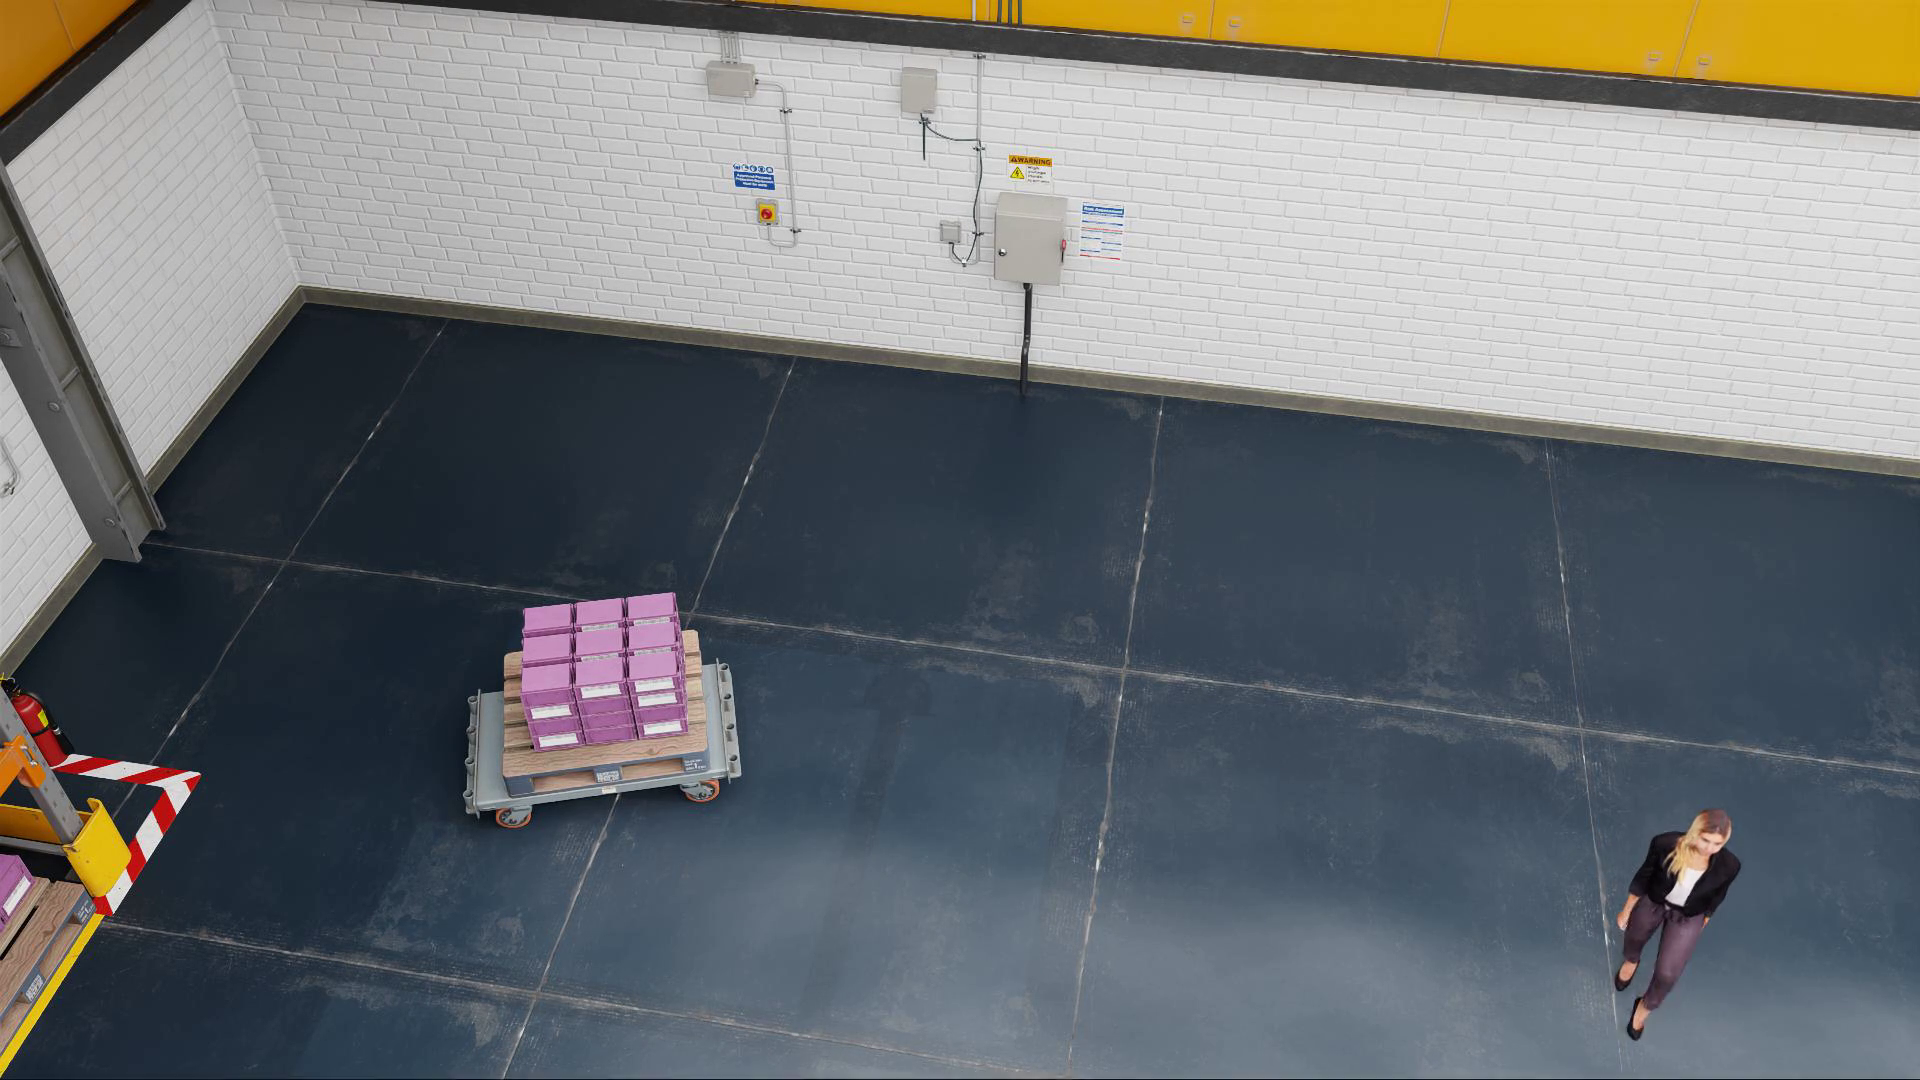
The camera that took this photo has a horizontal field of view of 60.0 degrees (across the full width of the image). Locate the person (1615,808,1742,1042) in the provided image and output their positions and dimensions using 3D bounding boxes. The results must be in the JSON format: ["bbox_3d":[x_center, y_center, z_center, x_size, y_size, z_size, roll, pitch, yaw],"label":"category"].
[{"bbox_3d":[3.761,1.900,8.825,0.724,1.656,0.823,22,48,21],"label":"person"}]
